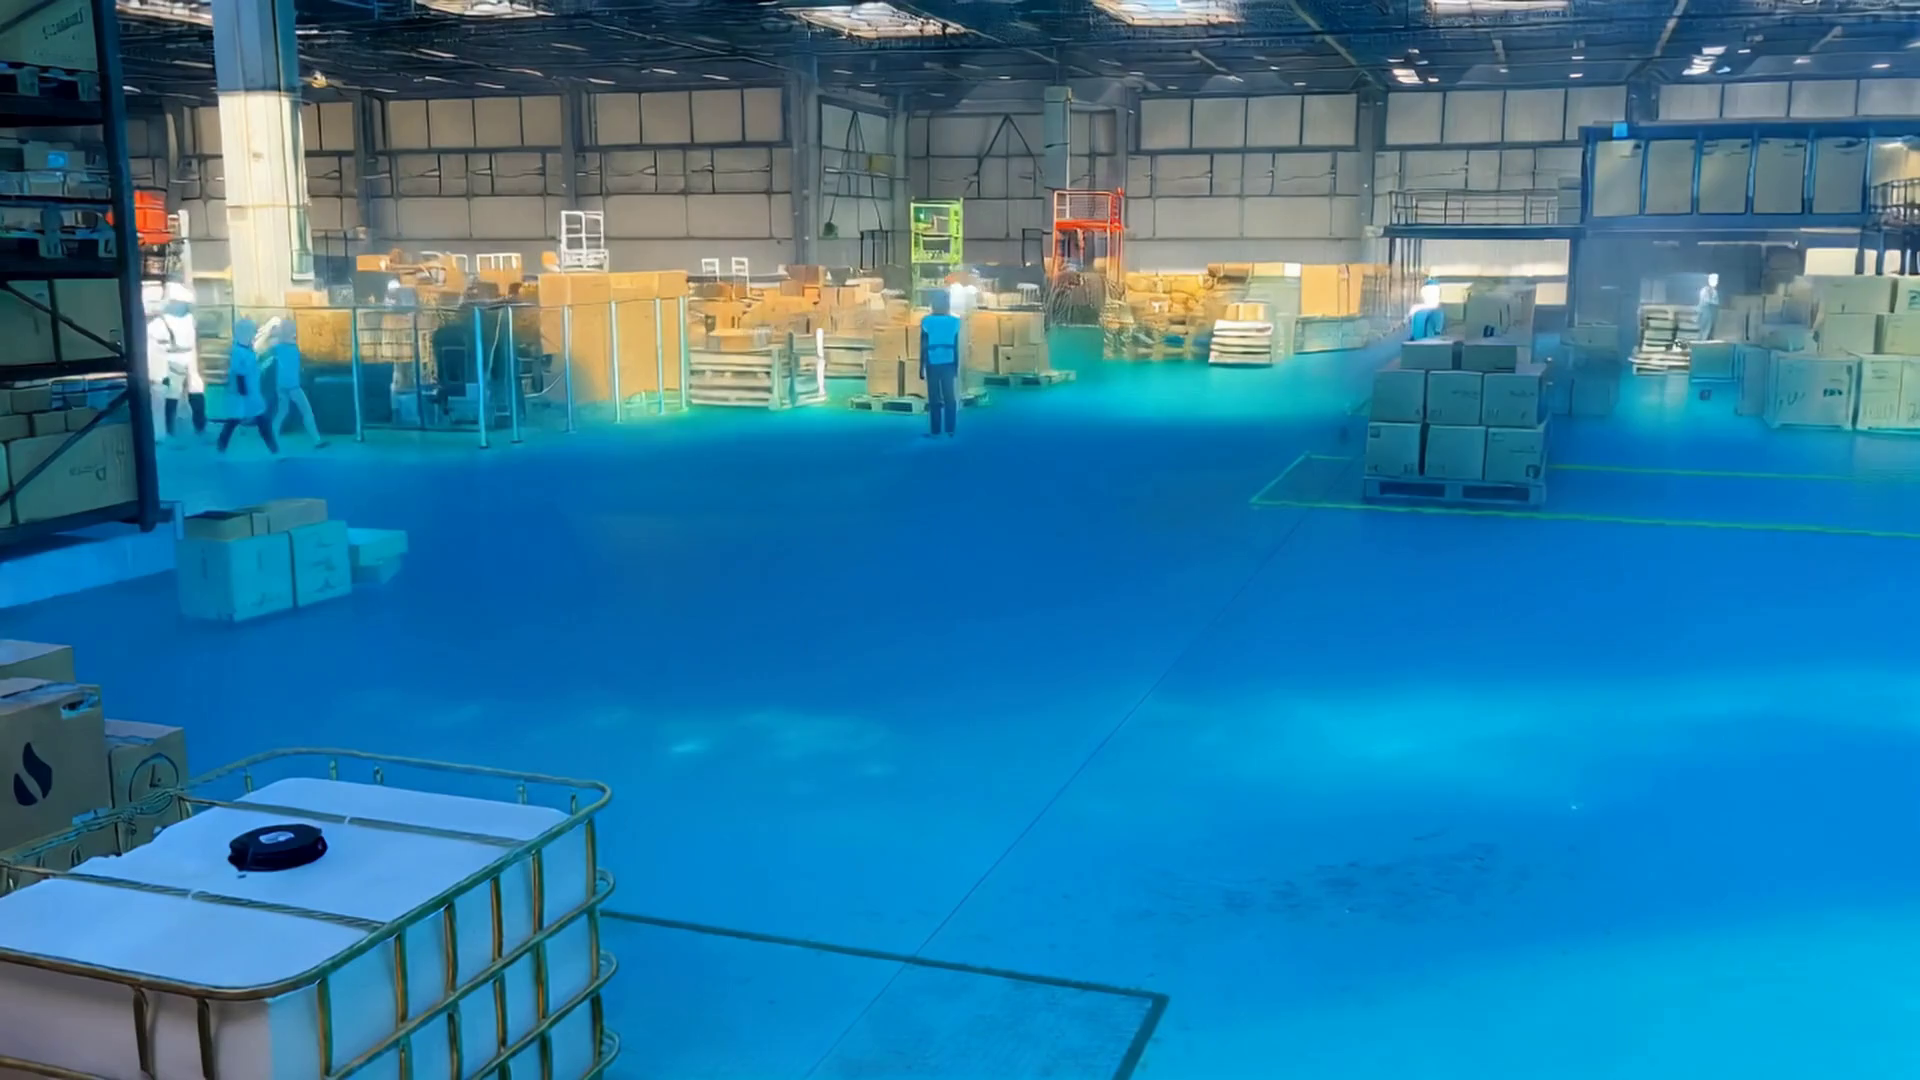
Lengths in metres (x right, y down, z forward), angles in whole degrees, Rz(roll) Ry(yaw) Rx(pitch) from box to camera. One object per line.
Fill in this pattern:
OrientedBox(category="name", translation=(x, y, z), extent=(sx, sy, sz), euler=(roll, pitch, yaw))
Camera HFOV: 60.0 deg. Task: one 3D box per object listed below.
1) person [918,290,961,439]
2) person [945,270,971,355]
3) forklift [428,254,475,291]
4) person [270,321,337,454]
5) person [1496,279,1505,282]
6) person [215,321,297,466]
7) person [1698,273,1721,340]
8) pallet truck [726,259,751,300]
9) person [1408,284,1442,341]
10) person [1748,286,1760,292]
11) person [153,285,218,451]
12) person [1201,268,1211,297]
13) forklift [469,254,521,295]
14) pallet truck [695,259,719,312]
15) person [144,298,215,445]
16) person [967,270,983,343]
OrientedBox(category="person", translation=(-0.263, -2.265, 21.537), extent=(0.593, 1.920, 0.391), euler=(-6, 12, -30))
OrientedBox(category="person", translation=(-0.137, -5.128, 37.608), extent=(0.841, 1.937, 0.684), euler=(-6, 12, -31))
OrientedBox(category="forklift", translation=(-20.133, -10.254, 65.465), extent=(1.157, 1.987, 2.680), euler=(3, 11, 19))
OrientedBox(category="person", translation=(-7.928, -1.813, 19.895), extent=(0.817, 1.595, 0.536), euler=(1, 10, 4))
OrientedBox(category="person", translation=(9.656, -3.726, 29.864), extent=(0.569, 1.878, 1.008), euler=(9, 13, 41))
OrientedBox(category="person", translation=(-8.094, -1.660, 18.885), extent=(0.895, 1.644, 0.548), euler=(0, 10, 1))
OrientedBox(category="person", translation=(17.006, -5.107, 37.695), extent=(0.586, 1.870, 0.419), euler=(-8, 13, -37))
OrientedBox(category="pallet truck", translation=(-7.986, -9.493, 62.019), extent=(0.823, 1.965, 1.885), euler=(3, 11, 17))
OrientedBox(category="person", translation=(6.433, -2.538, 22.939), extent=(0.367, 1.967, 0.600), euler=(-5, 11, -27))
OrientedBox(category="person", translation=(27.429, -8.523, 57.581), extent=(0.494, 1.624, 0.280), euler=(5, 11, 24))
OrientedBox(category="person", translation=(-9.384, -2.066, 20.158), extent=(0.852, 2.004, 0.650), euler=(4, 11, 22))
OrientedBox(category="person", translation=(8.179, -8.215, 55.557), extent=(0.487, 1.737, 0.320), euler=(-9, 13, -40))
OrientedBox(category="forklift", translation=(-17.990, -10.121, 64.684), extent=(1.157, 1.987, 2.680), euler=(3, 11, 17))
OrientedBox(category="pallet truck", translation=(-9.165, -9.627, 62.776), extent=(0.823, 1.965, 1.885), euler=(4, 11, 23))
OrientedBox(category="person", translation=(-9.786, -2.068, 20.654), extent=(0.999, 1.863, 0.646), euler=(-1, 10, -4))
OrientedBox(category="person", translation=(0.337, -5.248, 38.338), extent=(0.422, 1.912, 0.653), euler=(0, 10, 1))
